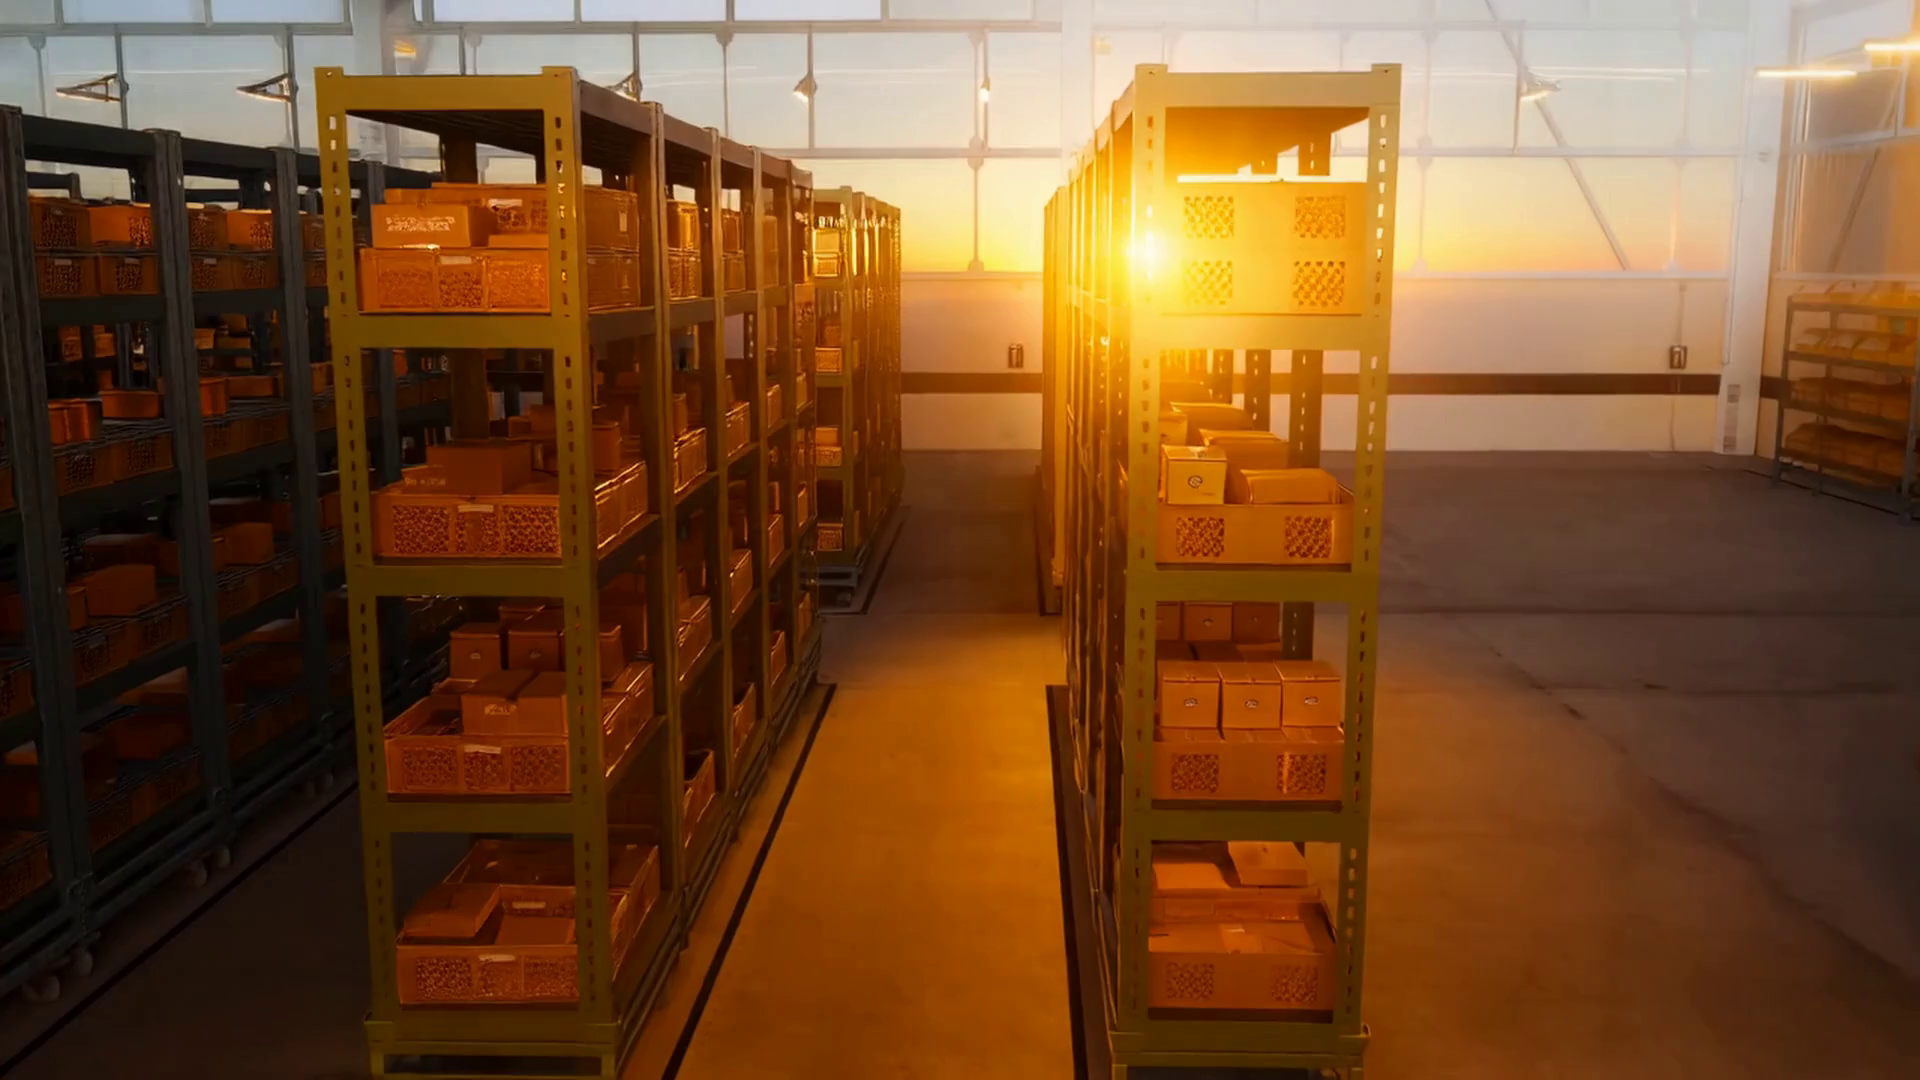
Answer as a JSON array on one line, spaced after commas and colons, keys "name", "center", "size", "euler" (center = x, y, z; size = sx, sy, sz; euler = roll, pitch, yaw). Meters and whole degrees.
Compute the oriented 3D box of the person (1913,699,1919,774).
[{"name": "person", "center": [4.496, 0.844, 7.144], "size": [0.650, 1.962, 0.785], "euler": [7, 12, 36]}]
